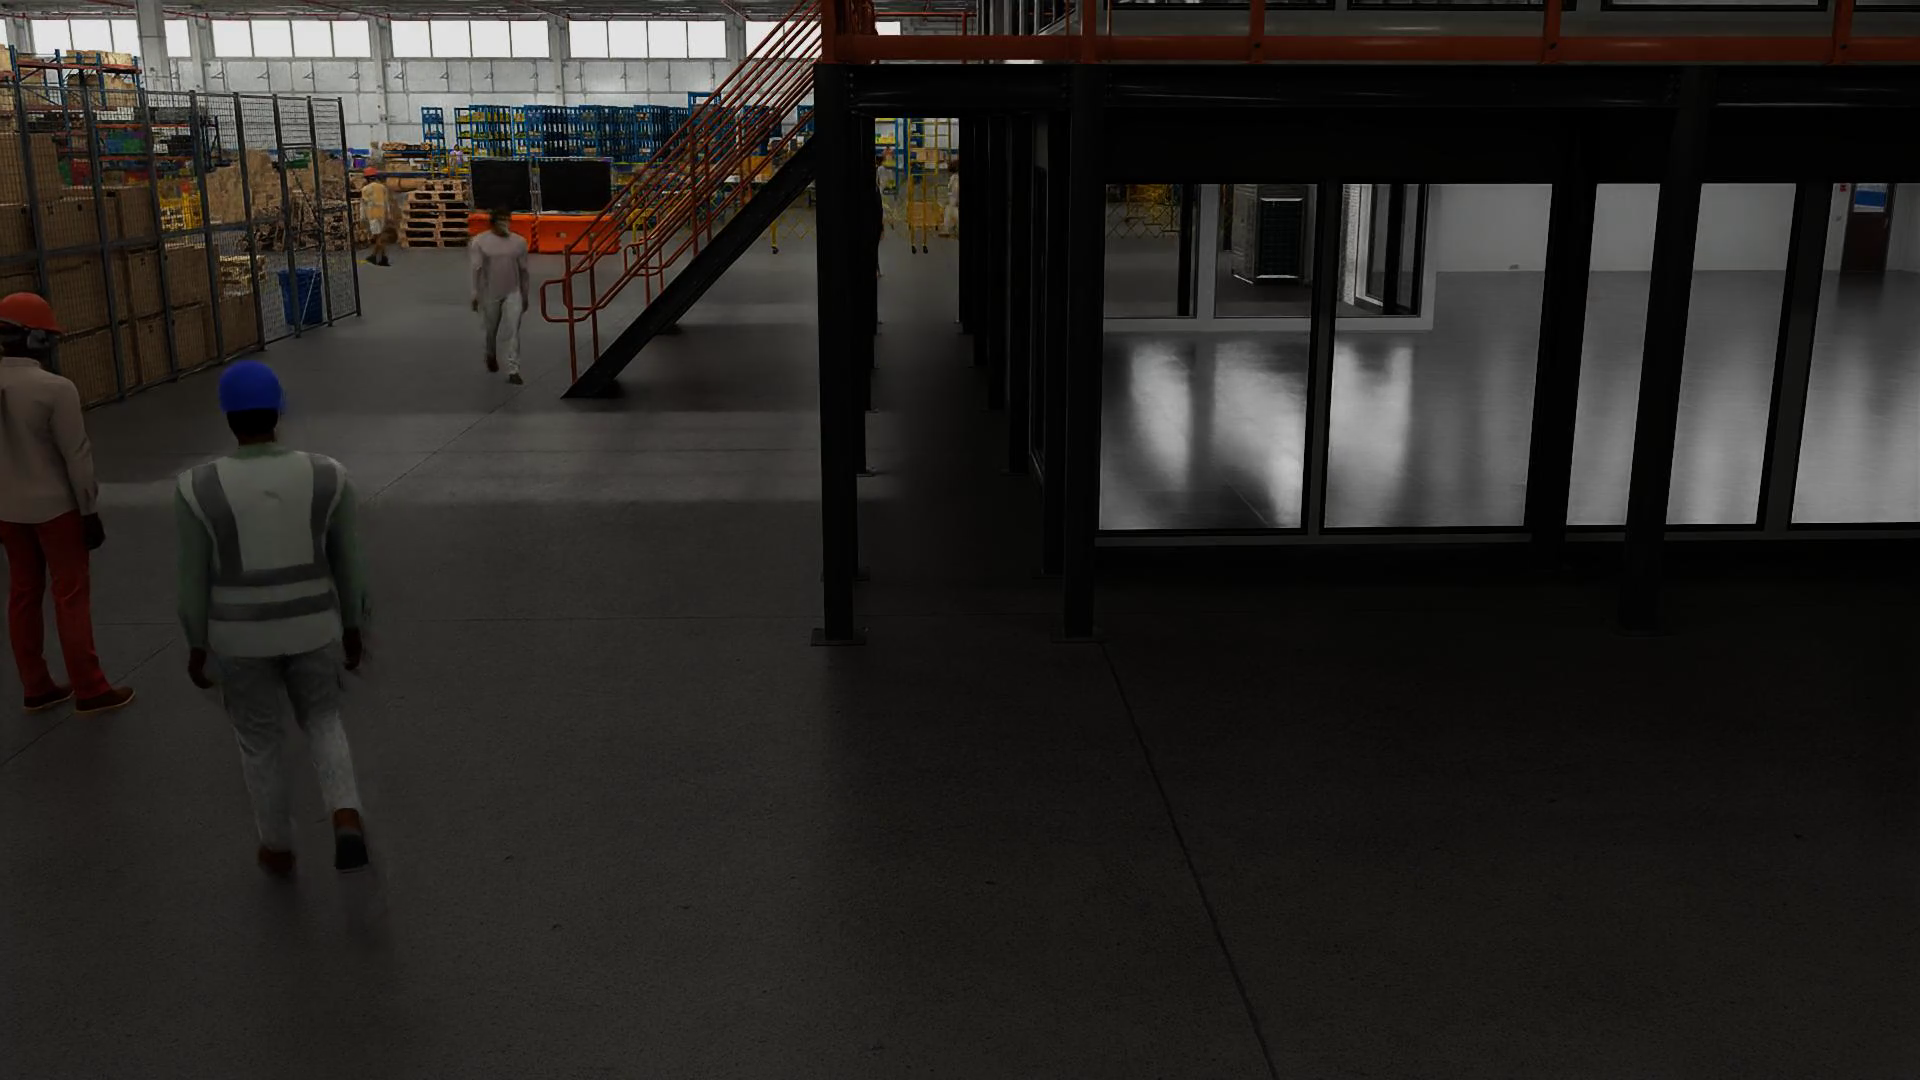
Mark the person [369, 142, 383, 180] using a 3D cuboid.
[{"bbox_3d":[-29.267,-19.006,83.399,0.639,1.853,1.026,-9,17,-33],"label":"person"}]

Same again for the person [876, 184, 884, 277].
[{"bbox_3d":[-1.645,-5.775,30.118,0.683,2.000,0.537,-9,17,-32],"label":"person"}]

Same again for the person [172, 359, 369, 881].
[{"bbox_3d":[-2.439,0.329,5.954,0.621,1.933,0.581,-10,17,-34],"label":"person"}]

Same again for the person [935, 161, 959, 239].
[{"bbox_3d":[-0.265,-8.255,40.406,0.852,1.847,0.596,0,14,0],"label":"person"}]

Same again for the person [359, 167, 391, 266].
[{"bbox_3d":[-11.568,-6.345,32.671,0.902,1.900,0.574,9,17,32],"label":"person"}]

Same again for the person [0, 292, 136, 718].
[{"bbox_3d":[-4.259,-0.151,7.742,0.611,1.990,0.398,4,15,15],"label":"person"}]

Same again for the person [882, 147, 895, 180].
[{"bbox_3d":[-3.228,-16.931,74.795,0.608,1.996,0.382,7,16,25],"label":"person"}]

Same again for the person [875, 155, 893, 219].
[{"bbox_3d":[-2.255,-10.121,47.865,0.565,1.860,0.510,4,15,15],"label":"person"}]

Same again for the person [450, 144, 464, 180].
[{"bbox_3d":[-22.561,-16.822,74.671,0.570,1.840,0.372,-6,15,-23],"label":"person"}]

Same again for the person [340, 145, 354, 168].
[{"bbox_3d":[-27.423,-16.756,74.432,0.599,1.830,0.404,2,14,6],"label":"person"}]

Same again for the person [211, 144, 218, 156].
[{"bbox_3d":[-39.793,-20.319,88.900,0.850,1.708,0.487,9,17,32],"label":"person"}]

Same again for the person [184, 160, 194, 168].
[{"bbox_3d":[-30.372,-14.457,65.617,0.542,1.637,0.820,13,19,41],"label":"person"}]

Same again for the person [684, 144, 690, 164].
[{"bbox_3d":[-12.887,-17.948,79.199,0.403,1.828,0.597,7,16,26],"label":"person"}]

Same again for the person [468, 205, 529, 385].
[{"bbox_3d":[-4.979,-2.661,17.958,0.645,1.907,0.880,-6,15,-24],"label":"person"}]

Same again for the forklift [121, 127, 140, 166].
[{"bbox_3d":[-37.577,-17.804,76.491,1.873,2.768,1.129,5,15,19],"label":"forklift"}]

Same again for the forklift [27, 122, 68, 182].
[{"bbox_3d":[-35.376,-14.773,64.377,1.129,2.768,1.873,-1,14,-2],"label":"forklift"}]
